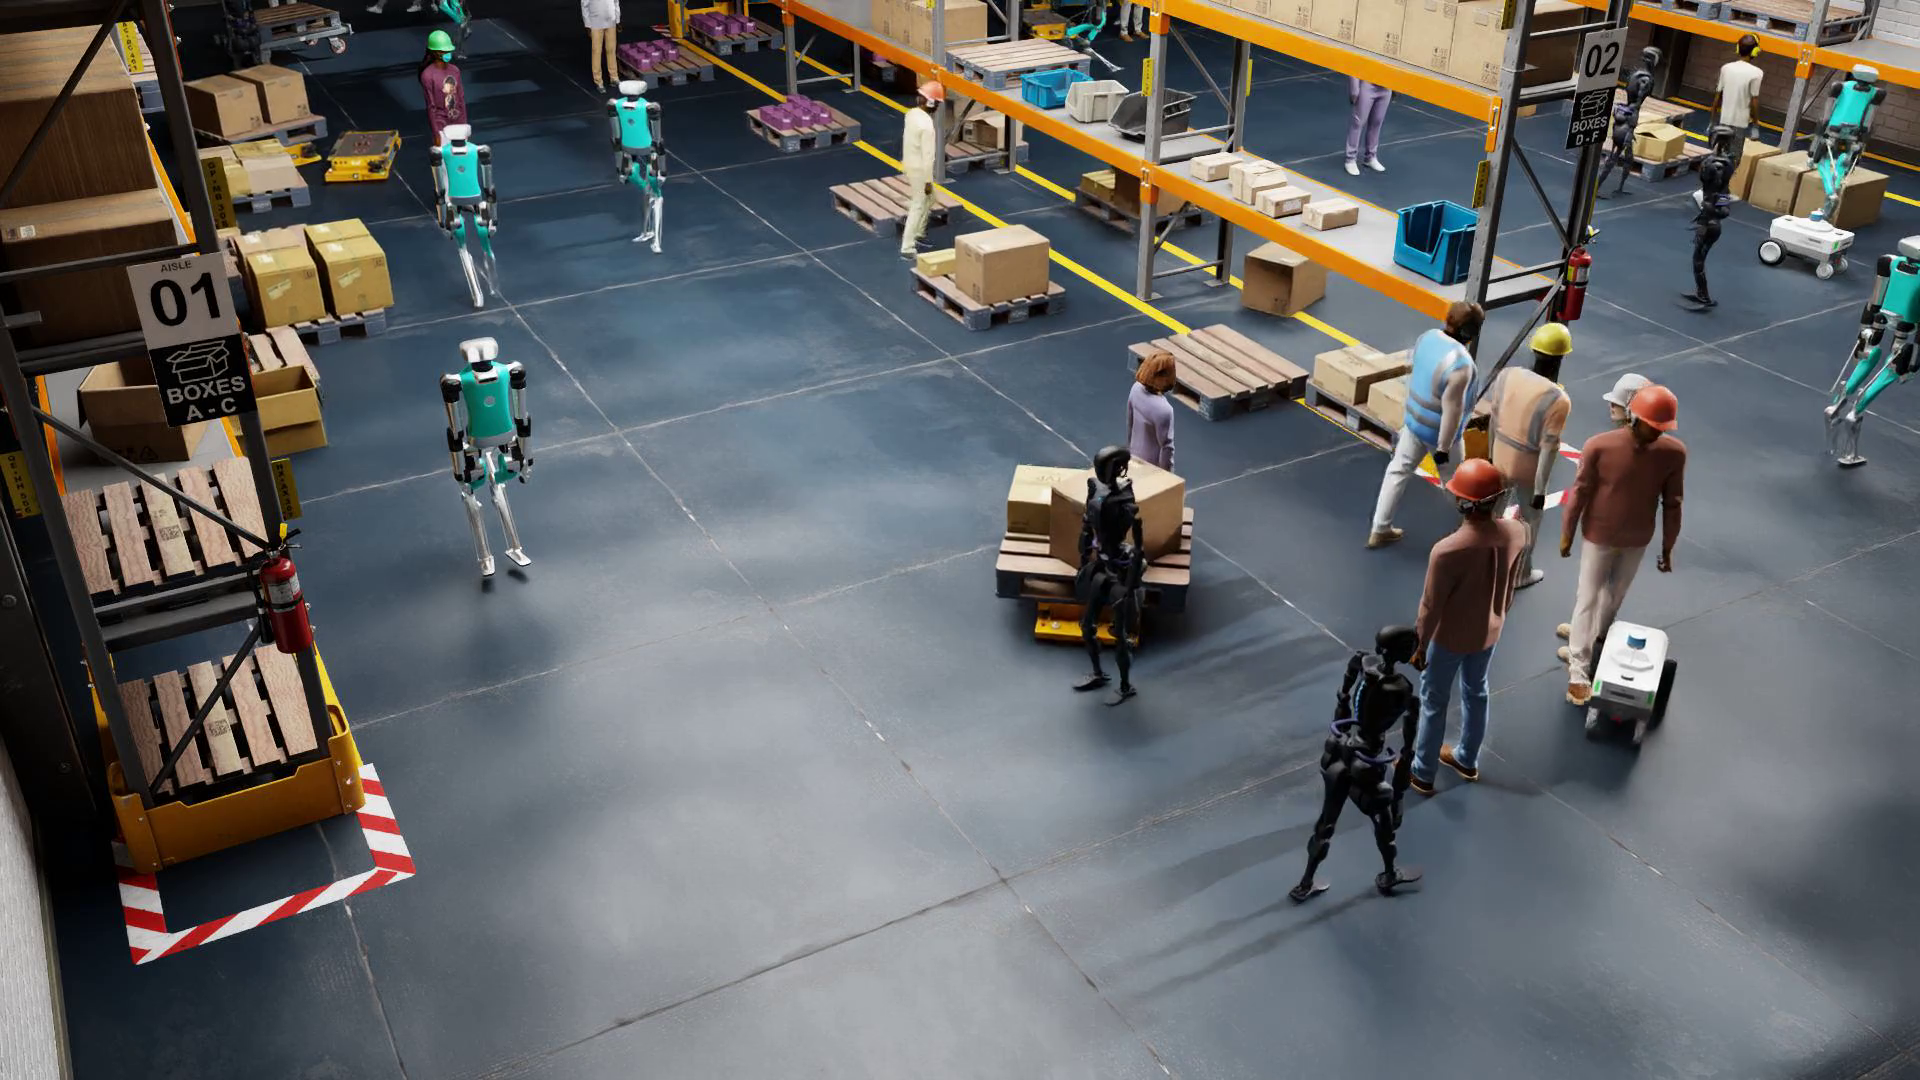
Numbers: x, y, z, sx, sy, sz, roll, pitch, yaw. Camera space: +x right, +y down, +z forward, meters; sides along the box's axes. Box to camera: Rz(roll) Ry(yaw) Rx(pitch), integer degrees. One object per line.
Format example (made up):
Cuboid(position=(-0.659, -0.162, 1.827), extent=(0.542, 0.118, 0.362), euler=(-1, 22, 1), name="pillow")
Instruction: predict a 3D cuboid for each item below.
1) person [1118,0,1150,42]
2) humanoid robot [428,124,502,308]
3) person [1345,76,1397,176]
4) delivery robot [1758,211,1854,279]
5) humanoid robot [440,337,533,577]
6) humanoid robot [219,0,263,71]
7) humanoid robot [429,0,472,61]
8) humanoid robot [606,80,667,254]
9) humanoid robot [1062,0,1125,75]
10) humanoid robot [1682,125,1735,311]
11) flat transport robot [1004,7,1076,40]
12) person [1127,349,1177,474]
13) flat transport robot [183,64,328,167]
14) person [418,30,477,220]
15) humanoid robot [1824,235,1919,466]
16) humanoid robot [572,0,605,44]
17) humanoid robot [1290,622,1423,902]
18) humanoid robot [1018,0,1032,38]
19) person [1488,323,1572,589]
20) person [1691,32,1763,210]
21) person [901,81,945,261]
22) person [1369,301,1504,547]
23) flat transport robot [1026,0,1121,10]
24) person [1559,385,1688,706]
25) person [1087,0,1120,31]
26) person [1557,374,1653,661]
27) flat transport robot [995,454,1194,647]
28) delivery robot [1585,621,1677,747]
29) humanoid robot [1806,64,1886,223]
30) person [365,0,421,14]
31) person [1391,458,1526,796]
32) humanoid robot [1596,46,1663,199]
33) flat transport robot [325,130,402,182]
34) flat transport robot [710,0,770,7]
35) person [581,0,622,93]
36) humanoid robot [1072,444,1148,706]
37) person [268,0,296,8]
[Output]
Cuboid(position=(2.576, -8.194, 24.054), extent=(0.566, 1.889, 0.388), euler=(-21, 36, -32), name="person")
Cuboid(position=(-4.437, -2.897, 15.094), extent=(0.544, 1.896, 0.764), euler=(-6, 30, -11), name="humanoid robot")
Cuboid(position=(4.621, -5.037, 18.537), extent=(0.650, 1.904, 0.406), euler=(-14, 33, -23), name="person")
Cuboid(position=(8.242, -2.895, 16.175), extent=(0.499, 0.607, 0.808), euler=(-20, 36, -31), name="delivery robot")
Cuboid(position=(-3.097, -0.602, 10.849), extent=(0.533, 1.677, 0.735), euler=(-16, 33, -25), name="humanoid robot")
Cuboid(position=(-9.210, -6.471, 21.273), extent=(0.658, 1.635, 0.609), euler=(8, 31, 13), name="humanoid robot")
Cuboid(position=(-6.953, -7.456, 22.884), extent=(0.796, 1.735, 0.533), euler=(25, 38, 36), name="humanoid robot")
Cuboid(position=(-3.072, -3.712, 16.409), extent=(0.577, 1.783, 0.873), euler=(6, 30, 10), name="humanoid robot")
Cuboid(position=(1.714, -6.977, 22.090), extent=(1.003, 1.742, 0.537), euler=(6, 30, 10), name="humanoid robot")
Cuboid(position=(6.833, -2.922, 15.079), extent=(0.421, 1.637, 0.604), euler=(10, 31, 17), name="humanoid robot")
Cuboid(position=(1.191, -7.699, 24.812), extent=(0.659, 0.231, 1.431), euler=(-9, 31, -15), name="flat transport robot")
Cuboid(position=(1.250, -0.483, 10.877), extent=(0.266, 1.632, 0.507), euler=(-12, 32, -19), name="person")
Cuboid(position=(-8.122, -4.542, 19.316), extent=(1.431, 0.231, 0.659), euler=(22, 36, 33), name="flat transport robot")
Cuboid(position=(-5.288, -4.282, 17.192), extent=(0.432, 1.944, 0.481), euler=(19, 35, 29), name="person")
Cuboid(position=(6.692, -1.303, 12.249), extent=(0.673, 1.839, 0.541), euler=(-15, 33, -24), name="humanoid robot")
Cuboid(position=(-5.298, -7.967, 23.866), extent=(0.598, 1.645, 0.429), euler=(-6, 30, -11), name="humanoid robot")
Cuboid(position=(2.015, 1.076, 8.139), extent=(0.688, 1.632, 0.593), euler=(-14, 33, -23), name="humanoid robot")
Cuboid(position=(0.816, -7.656, 23.341), extent=(0.333, 1.652, 0.585), euler=(12, 32, 20), name="humanoid robot")
Cuboid(position=(3.522, -0.473, 10.606), extent=(0.818, 1.897, 0.591), euler=(-17, 34, -27), name="person")
Cuboid(position=(8.100, -4.365, 17.428), extent=(0.812, 1.842, 0.536), euler=(-11, 32, -18), name="person")
Cuboid(position=(-0.390, -3.605, 16.242), extent=(0.545, 1.701, 0.637), euler=(-9, 31, -15), name="person")
Cuboid(position=(3.285, -0.779, 11.238), extent=(0.980, 1.781, 0.646), euler=(-8, 31, -14), name="person")
Cuboid(position=(1.790, -8.611, 26.400), extent=(1.431, 0.231, 0.659), euler=(-3, 30, -6), name="flat transport robot")
Cuboid(position=(3.848, 0.045, 9.636), extent=(0.613, 1.952, 0.955), euler=(1, 30, 2), name="person")
Cuboid(position=(2.174, -8.516, 24.702), extent=(0.552, 1.800, 0.905), euler=(17, 34, 27), name="person")
Cuboid(position=(3.919, -0.114, 9.984), extent=(0.398, 1.889, 0.485), euler=(9, 31, 16), name="person")
Cuboid(position=(0.904, 0.234, 11.002), extent=(0.659, 0.231, 1.431), euler=(5, 30, 8), name="flat transport robot")
Cuboid(position=(3.917, 0.796, 9.745), extent=(0.499, 0.602, 0.805), euler=(14, 33, 23), name="delivery robot")
Cuboid(position=(8.710, -3.720, 16.437), extent=(0.585, 1.779, 0.926), euler=(9, 31, 15), name="humanoid robot")
Cuboid(position=(-8.813, -8.917, 25.607), extent=(0.830, 1.585, 0.510), euler=(-24, 38, -35), name="person")
Cuboid(position=(2.657, 0.473, 8.870), extent=(0.616, 1.986, 0.402), euler=(-13, 32, -21), name="person")
Cuboid(position=(7.105, -4.447, 17.751), extent=(0.534, 1.628, 0.596), euler=(7, 31, 12), name="humanoid robot")
Cuboid(position=(-6.849, -4.425, 19.112), extent=(0.659, 0.231, 1.431), euler=(-5, 30, -8), name="flat transport robot")
Cuboid(position=(-3.262, -8.685, 26.528), extent=(1.431, 0.231, 0.659), euler=(-8, 31, -13), name="flat transport robot")
Cuboid(position=(-4.656, -6.754, 21.673), extent=(0.561, 1.753, 0.320), euler=(-25, 38, -37), name="person")
Cuboid(position=(0.885, 0.205, 9.634), extent=(0.320, 1.651, 0.602), euler=(-16, 34, -26), name="humanoid robot")
Cuboid(position=(-10.128, -8.512, 24.650), extent=(0.619, 1.845, 0.430), euler=(-14, 33, -23), name="person")
